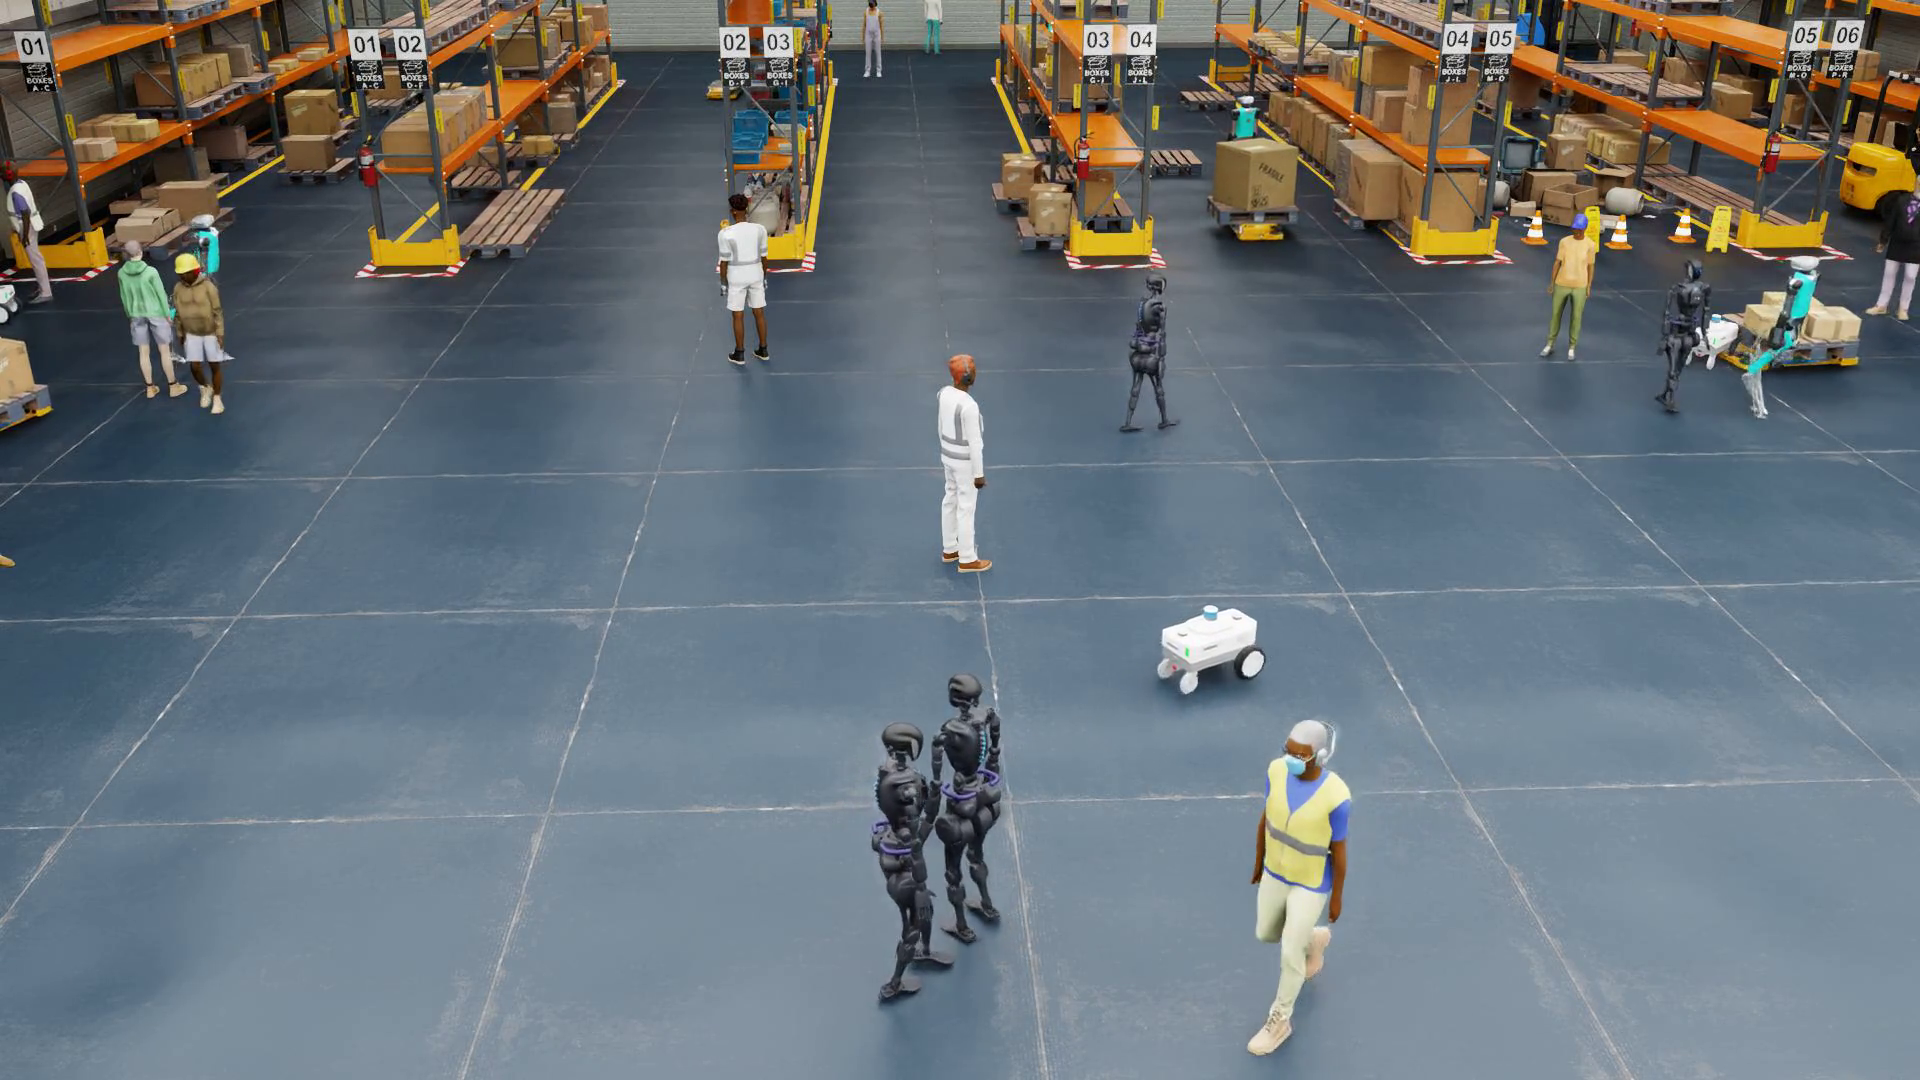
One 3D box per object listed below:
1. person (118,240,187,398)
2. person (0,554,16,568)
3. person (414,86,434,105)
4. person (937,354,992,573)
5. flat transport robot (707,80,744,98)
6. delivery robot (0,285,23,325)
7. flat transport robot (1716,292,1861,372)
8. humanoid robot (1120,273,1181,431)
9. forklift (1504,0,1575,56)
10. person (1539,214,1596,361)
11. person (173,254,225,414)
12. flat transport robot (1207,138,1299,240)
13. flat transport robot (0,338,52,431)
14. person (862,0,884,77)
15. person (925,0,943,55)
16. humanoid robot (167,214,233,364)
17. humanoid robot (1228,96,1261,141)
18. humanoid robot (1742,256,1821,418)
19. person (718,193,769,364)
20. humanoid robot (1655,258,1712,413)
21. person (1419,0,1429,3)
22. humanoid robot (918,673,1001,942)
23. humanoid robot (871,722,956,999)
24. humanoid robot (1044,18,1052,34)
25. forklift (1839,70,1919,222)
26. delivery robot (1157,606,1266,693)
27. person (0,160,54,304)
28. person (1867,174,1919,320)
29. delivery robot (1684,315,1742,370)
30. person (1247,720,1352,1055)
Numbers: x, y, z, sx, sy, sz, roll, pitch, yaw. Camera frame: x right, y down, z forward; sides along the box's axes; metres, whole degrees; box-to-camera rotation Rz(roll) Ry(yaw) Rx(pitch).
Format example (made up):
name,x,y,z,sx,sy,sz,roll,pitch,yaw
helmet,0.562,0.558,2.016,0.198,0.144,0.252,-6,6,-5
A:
name,x,y,z,sx,sy,sz,roll,pitch,yaw
person,-8.799,-2.388,18.031,0.472,1.738,0.348,-2,24,-4
person,-8.305,-0.586,13.806,0.380,1.890,0.562,11,26,24
person,-10.950,-9.381,33.793,0.550,1.686,0.382,-2,24,-4
person,0.028,-0.643,13.933,0.356,1.884,0.573,-14,27,-28
flat transport robot,-5.218,-10.029,37.008,0.659,0.231,1.431,0,24,0
delivery robot,-12.208,-2.980,20.842,0.785,0.614,0.523,-5,24,-10
flat transport robot,9.618,-2.189,19.392,1.431,0.231,0.659,-4,24,-9
humanoid robot,1.968,-1.932,17.102,0.630,1.640,0.589,-10,26,-22
forklift,14.700,-13.805,42.301,1.873,2.768,1.129,-1,24,-2
person,7.072,-2.926,19.266,0.458,1.716,0.372,13,27,27
person,-8.002,-2.172,17.540,0.528,1.743,0.439,-4,24,-8
flat transport robot,4.437,-4.821,25.305,0.659,0.231,1.431,-1,24,-2
flat transport robot,-10.192,-1.207,17.184,0.659,0.231,1.431,6,25,13
person,-2.045,-11.838,39.115,0.510,1.860,0.383,2,24,5
person,-0.660,-13.335,42.598,0.532,1.764,0.328,18,30,35
humanoid robot,-8.928,-2.849,19.115,0.987,1.772,0.556,-3,24,-7
humanoid robot,4.398,-6.231,26.628,0.532,1.776,0.686,-11,26,-24
humanoid robot,8.523,-2.140,17.491,0.553,1.806,0.671,-19,30,-36
person,-2.486,-3.009,19.166,0.601,1.957,0.383,-13,27,-27
humanoid robot,7.712,-2.158,17.620,0.586,1.642,0.665,-6,25,-13
person,11.662,-12.984,41.768,0.395,1.799,0.586,-6,25,-13
humanoid robot,0.011,1.496,9.376,0.333,1.653,0.601,21,32,39
humanoid robot,-0.223,1.705,8.904,0.497,1.640,0.608,-7,25,-15
humanoid robot,2.322,-12.974,41.655,0.735,1.677,0.533,5,25,12
forklift,15.132,-6.143,25.915,2.313,2.155,1.214,-1,24,-2
delivery robot,1.853,0.775,12.369,0.785,0.587,0.499,-14,28,-29
person,-12.051,-3.989,21.496,0.392,1.845,0.562,-11,26,-24
person,11.847,-3.683,20.816,0.589,1.848,0.400,22,32,39
delivery robot,8.762,-2.324,19.351,0.499,0.601,0.783,22,32,40
person,1.780,1.731,8.623,0.525,1.873,0.739,22,32,40
